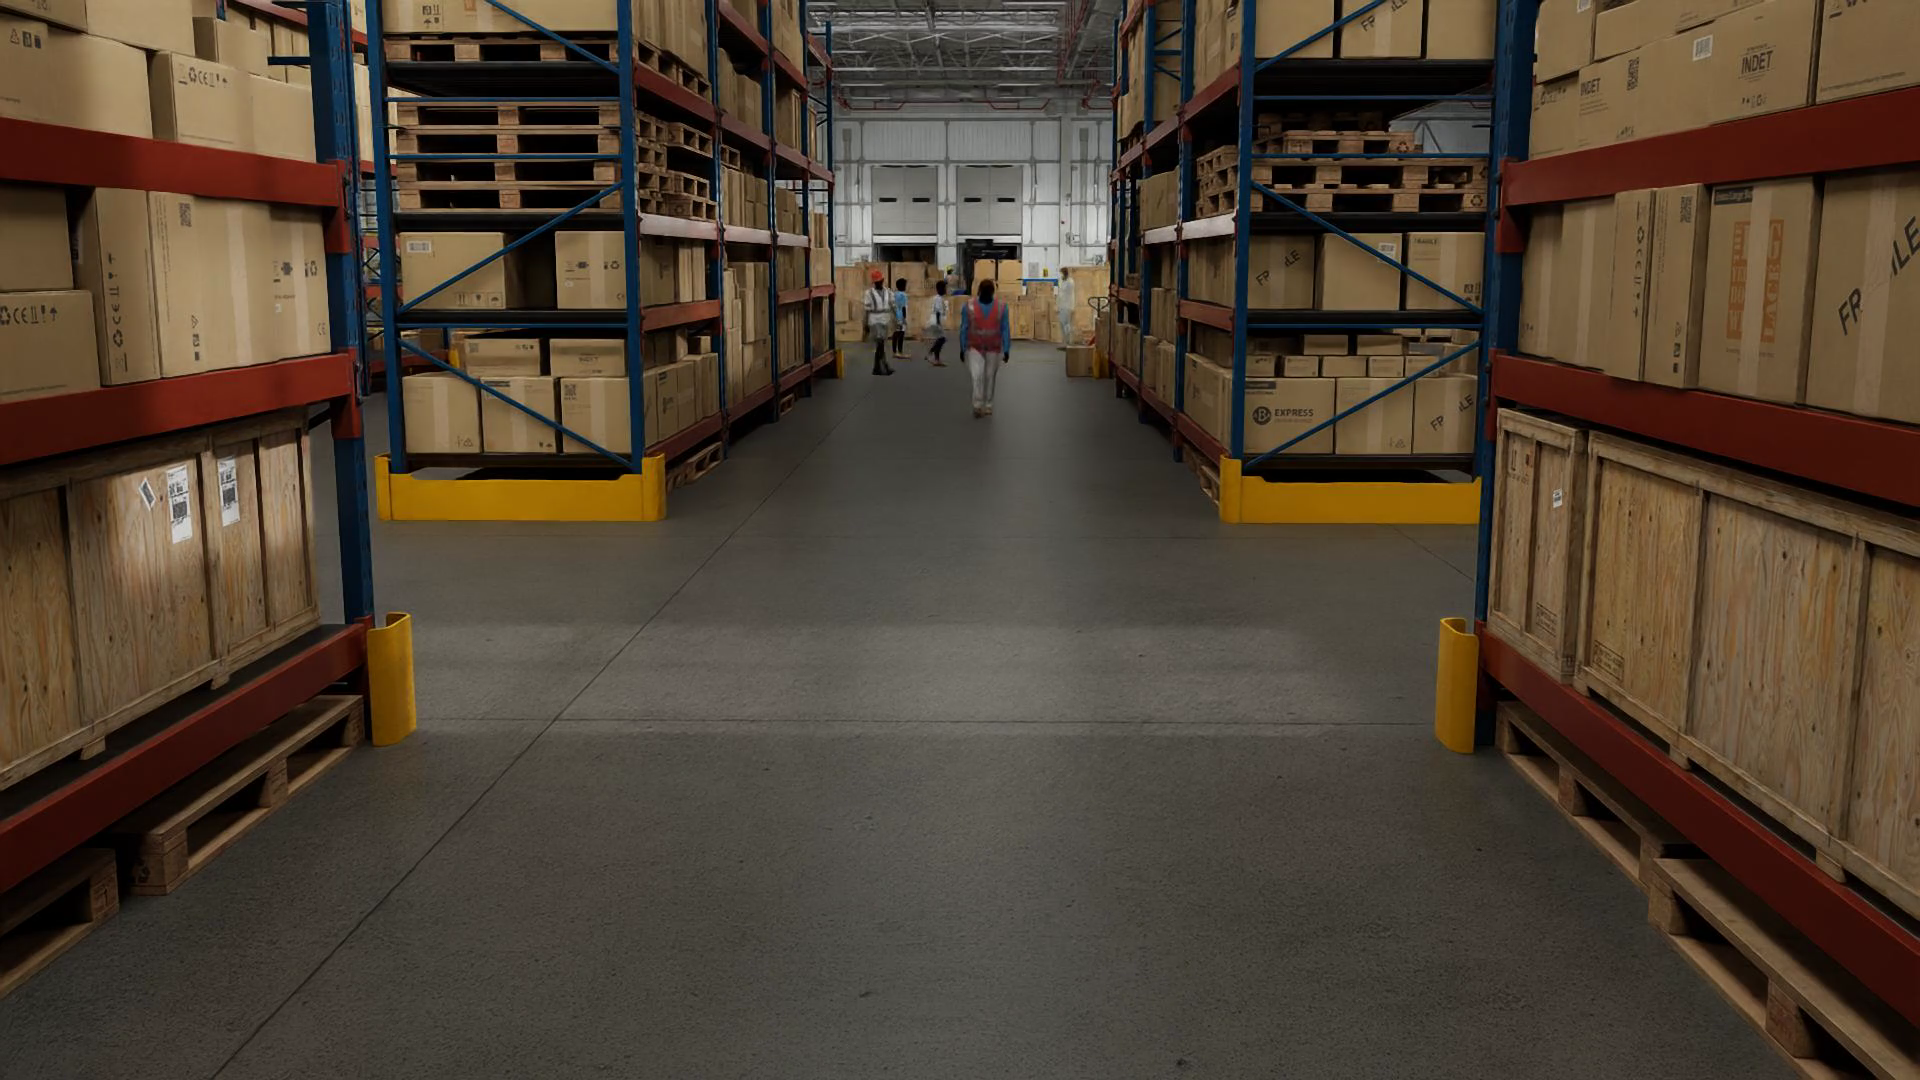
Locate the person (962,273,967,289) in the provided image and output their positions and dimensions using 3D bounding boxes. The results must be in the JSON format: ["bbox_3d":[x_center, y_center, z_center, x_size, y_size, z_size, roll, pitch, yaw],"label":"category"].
[{"bbox_3d":[0.320,-8.854,60.136,0.534,1.697,0.322,0,9,-2],"label":"person"}]

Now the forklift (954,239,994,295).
[{"bbox_3d":[0.663,-8.876,56.731,1.129,2.768,1.873,-5,11,-29],"label":"forklift"}]

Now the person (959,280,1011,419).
[{"bbox_3d":[0.331,-2.491,21.753,0.655,1.790,0.979,-1,10,-5],"label":"person"}]

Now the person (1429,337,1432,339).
[{"bbox_3d":[12.362,-6.270,44.124,0.560,1.882,1.038,-6,11,-31],"label":"person"}]

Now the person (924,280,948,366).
[{"bbox_3d":[-0.431,-4.200,32.288,0.393,1.676,0.557,-1,9,-4],"label":"person"}]

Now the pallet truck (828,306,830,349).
[{"bbox_3d":[-3.100,-3.940,29.800,1.885,1.965,0.823,3,10,19],"label":"pallet truck"}]

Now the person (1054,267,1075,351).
[{"bbox_3d":[2.315,-5.254,37.896,0.631,1.921,0.666,-3,10,-20],"label":"person"}]

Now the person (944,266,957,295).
[{"bbox_3d":[-0.345,-9.268,61.993,0.593,1.913,0.522,-9,13,-42],"label":"person"}]

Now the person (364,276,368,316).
[{"bbox_3d":[-22.454,-9.274,62.174,0.649,1.855,0.850,2,10,14],"label":"person"}]

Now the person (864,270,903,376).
[{"bbox_3d":[-1.353,-3.853,29.617,0.590,1.871,0.979,-6,11,-32],"label":"person"}]

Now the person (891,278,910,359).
[{"bbox_3d":[-1.270,-4.665,35.059,0.324,1.690,0.536,-5,11,-27],"label":"person"}]
